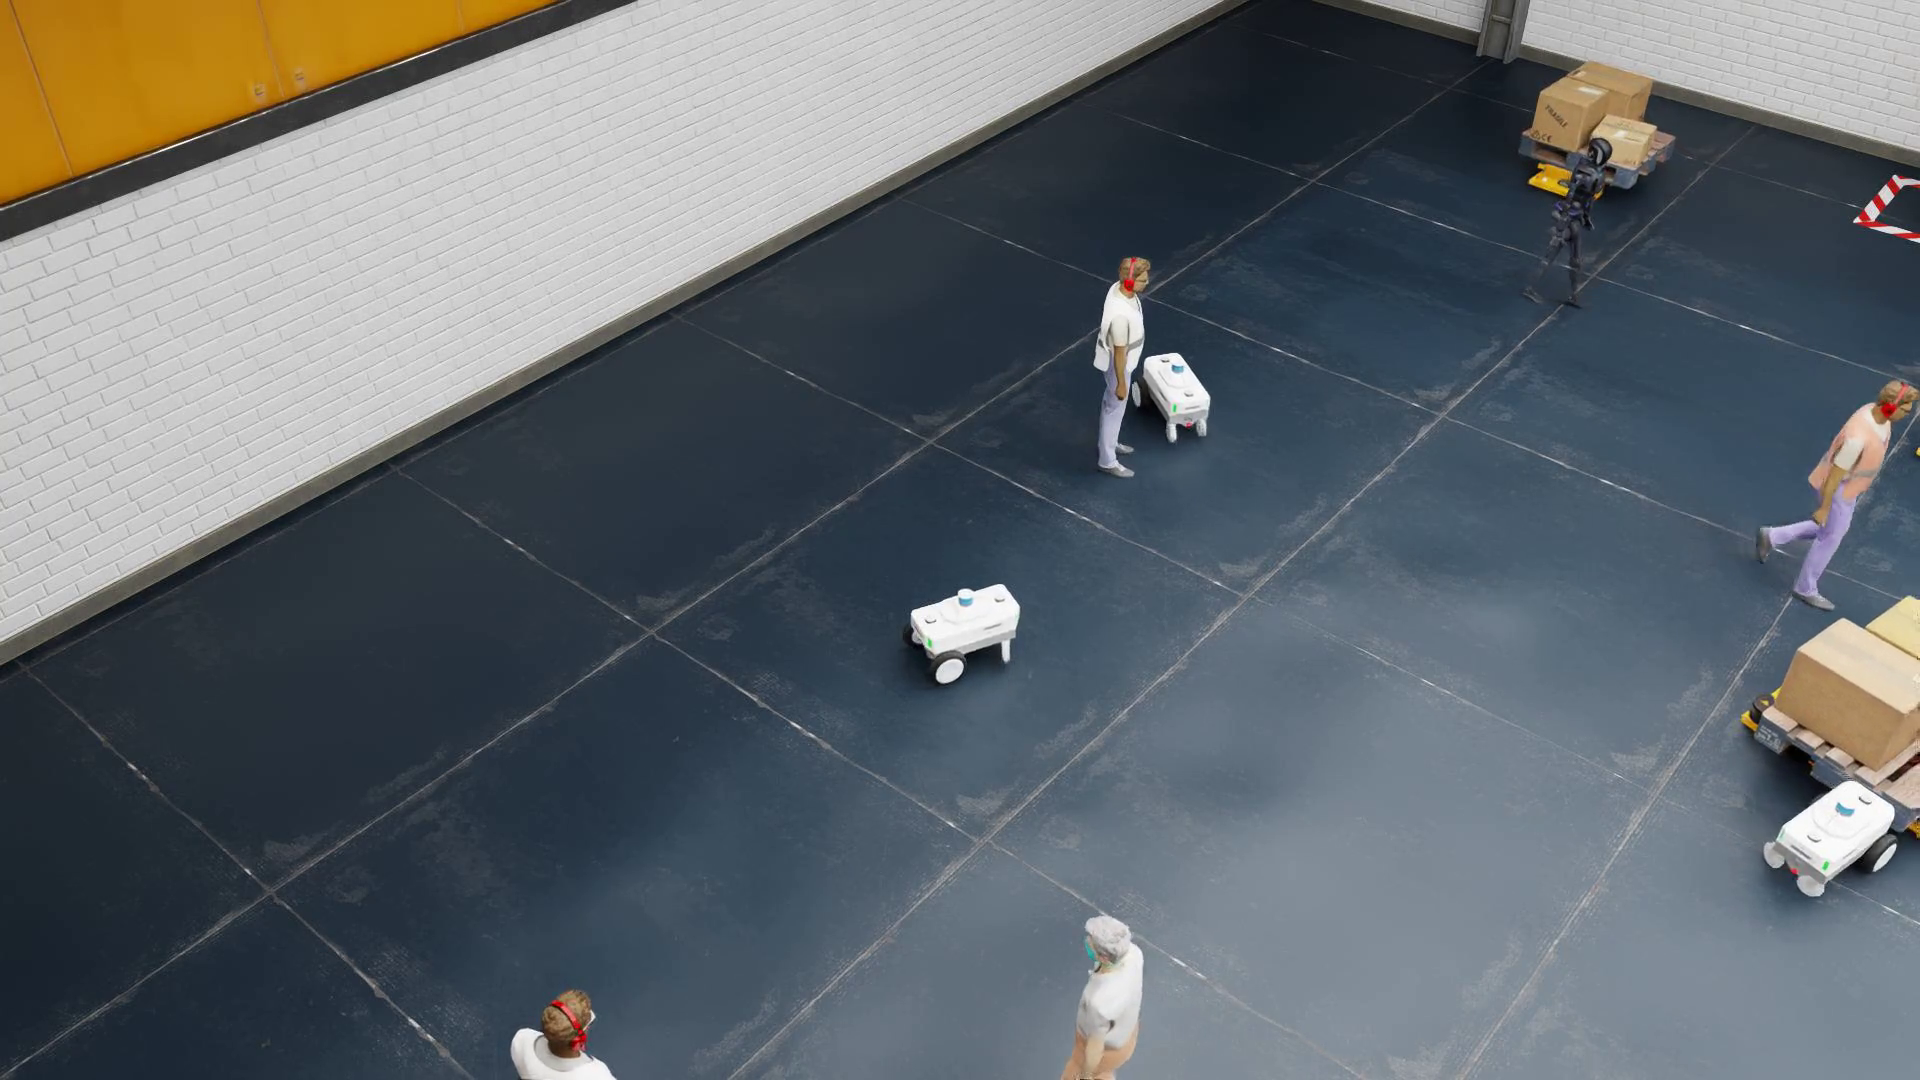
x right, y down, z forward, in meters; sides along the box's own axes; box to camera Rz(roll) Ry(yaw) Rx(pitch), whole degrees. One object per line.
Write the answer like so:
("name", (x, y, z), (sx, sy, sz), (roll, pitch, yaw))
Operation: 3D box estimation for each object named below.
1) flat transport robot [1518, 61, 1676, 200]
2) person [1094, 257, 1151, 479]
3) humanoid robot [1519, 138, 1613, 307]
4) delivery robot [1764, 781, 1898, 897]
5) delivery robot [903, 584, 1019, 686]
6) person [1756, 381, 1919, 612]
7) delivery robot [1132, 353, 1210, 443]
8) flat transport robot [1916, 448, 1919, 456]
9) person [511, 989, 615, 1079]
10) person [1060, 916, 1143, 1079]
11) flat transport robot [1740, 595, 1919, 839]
("flat transport robot", (6.492, -3.858, 17.075), (0.659, 0.231, 1.431), (30, 48, 32))
("person", (1.206, -1.334, 12.689), (0.373, 1.840, 0.568), (4, 39, 4))
("humanoid robot", (5.403, -2.784, 14.625), (0.640, 1.637, 0.615), (31, 48, 33))
("delivery robot", (5.201, 1.749, 9.902), (0.785, 0.613, 0.514), (-24, 44, -26))
("delivery robot", (0.023, 0.598, 11.308), (0.751, 0.584, 0.522), (-16, 42, -19))
("person", (6.030, -0.374, 11.518), (0.611, 1.814, 0.619), (27, 46, 30))
("delivery robot", (1.753, -1.205, 13.545), (0.499, 0.584, 0.783), (-10, 40, -12))
("flat transport robot", (8.260, -0.462, 12.860), (0.659, 0.231, 1.431), (-20, 43, -23))
("person", (-1.750, 2.737, 7.645), (0.572, 1.832, 0.385), (19, 43, 22))
("person", (0.671, 2.421, 8.112), (0.380, 1.734, 0.487), (20, 43, 23))
("flat transport robot", (5.805, 1.374, 10.581), (0.659, 0.231, 1.431), (-25, 45, -27))
